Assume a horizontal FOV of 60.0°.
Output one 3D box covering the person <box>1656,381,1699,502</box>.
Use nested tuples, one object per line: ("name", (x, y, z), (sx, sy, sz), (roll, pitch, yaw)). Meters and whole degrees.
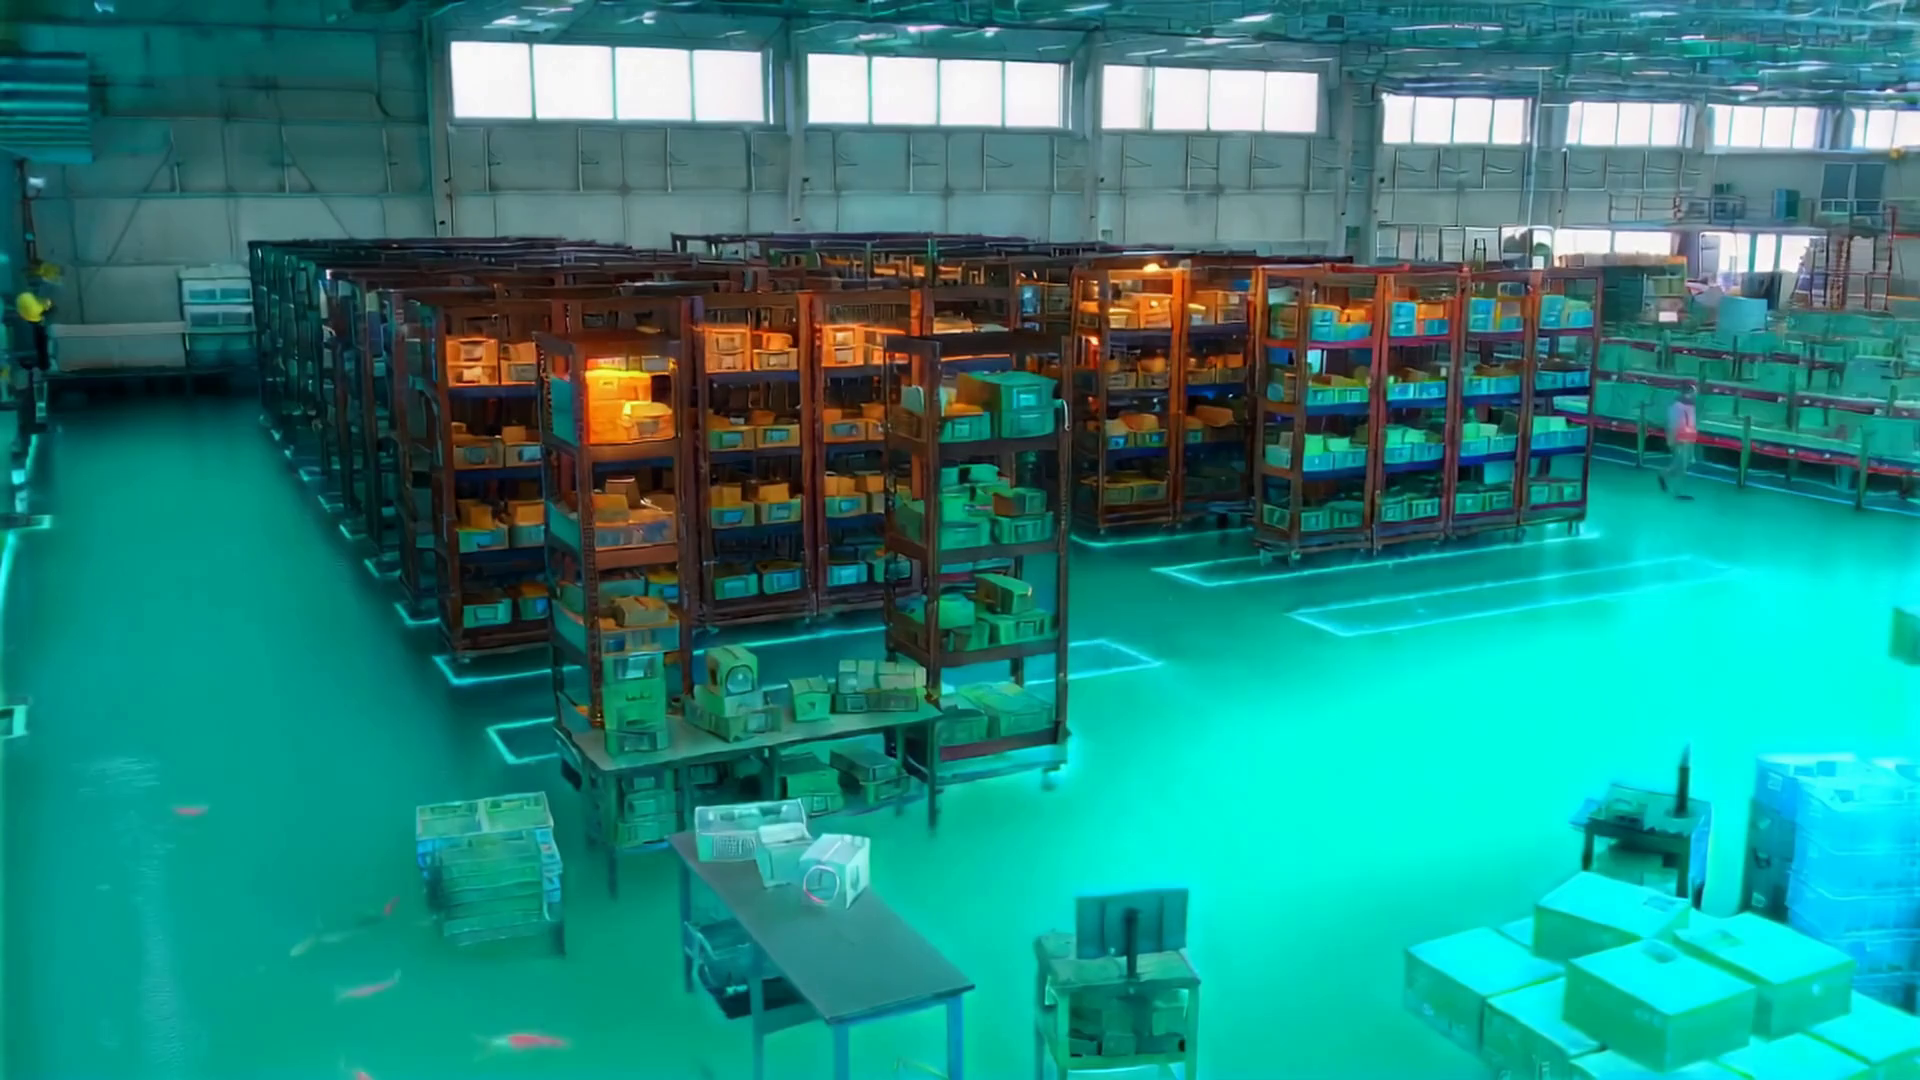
("person", (10.777, -1.480, 24.926), (0.612, 1.819, 0.517), (-12, 17, -43))
